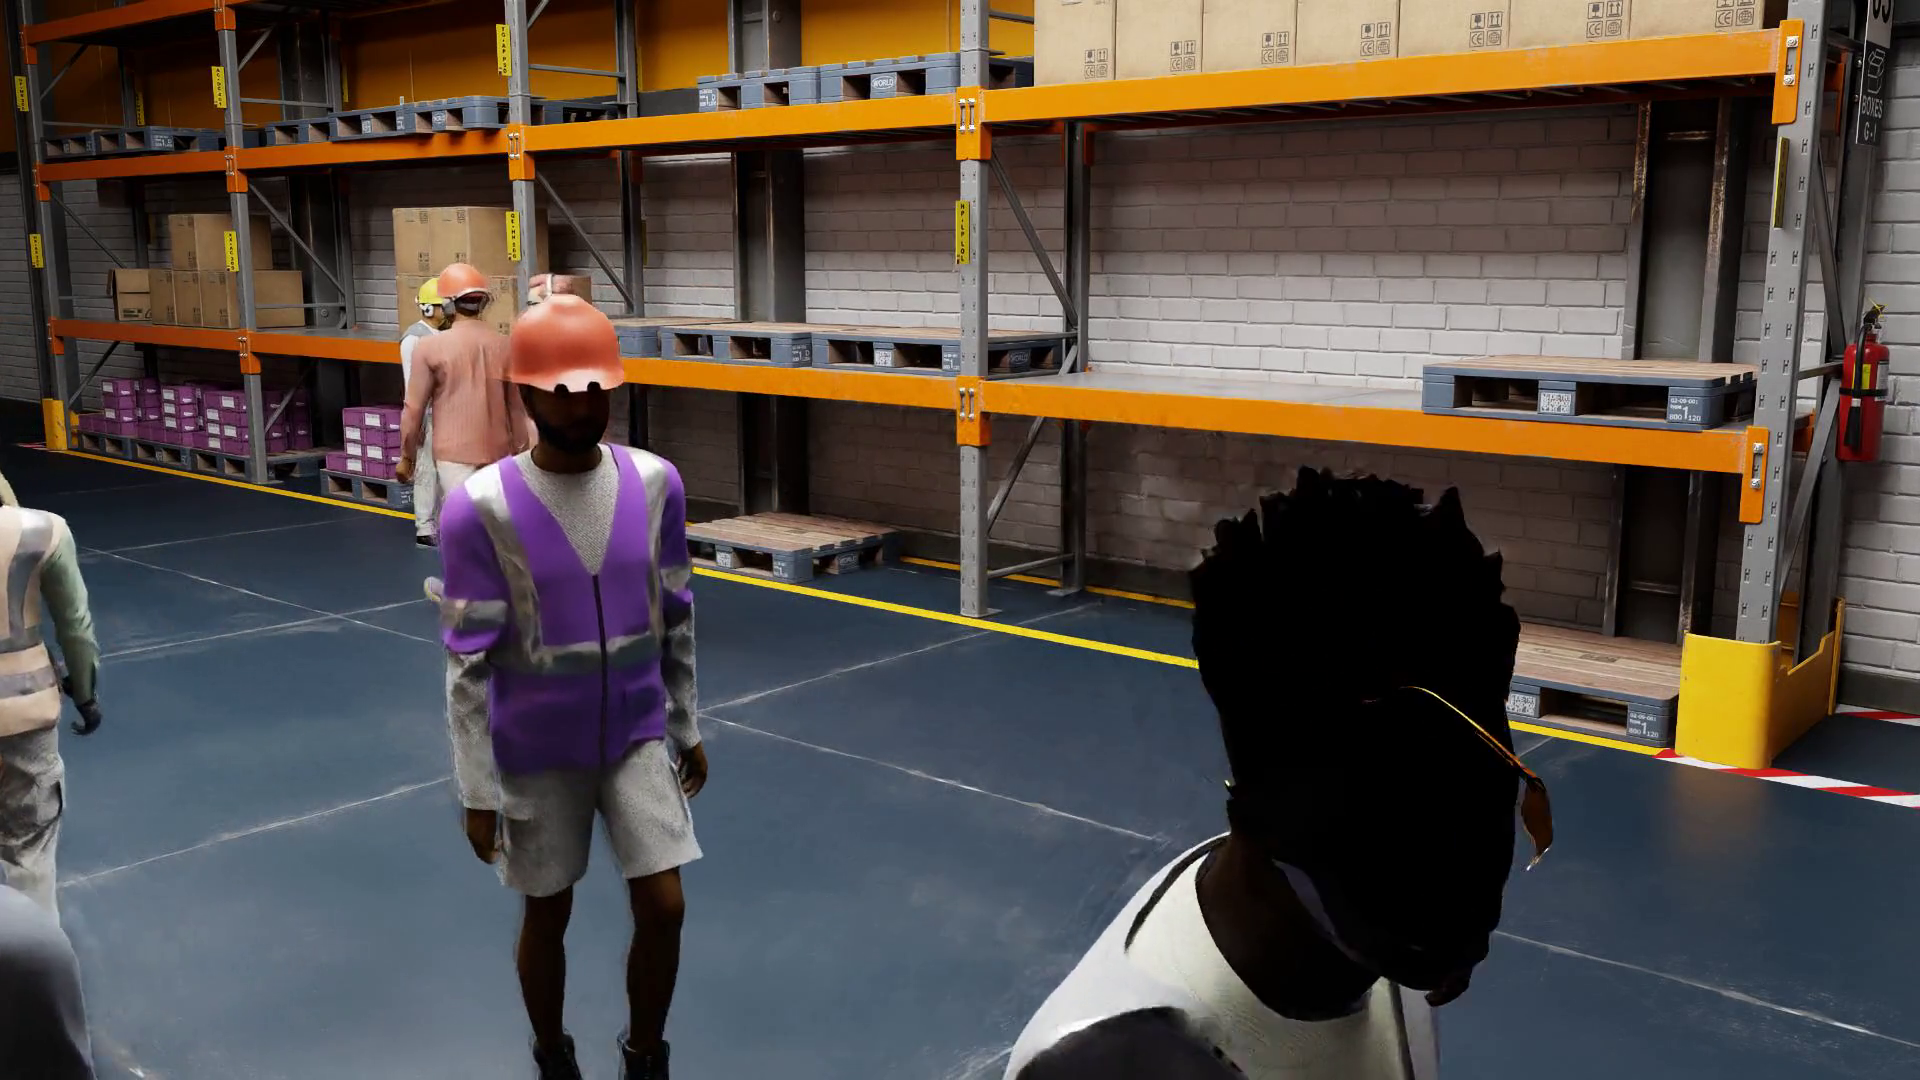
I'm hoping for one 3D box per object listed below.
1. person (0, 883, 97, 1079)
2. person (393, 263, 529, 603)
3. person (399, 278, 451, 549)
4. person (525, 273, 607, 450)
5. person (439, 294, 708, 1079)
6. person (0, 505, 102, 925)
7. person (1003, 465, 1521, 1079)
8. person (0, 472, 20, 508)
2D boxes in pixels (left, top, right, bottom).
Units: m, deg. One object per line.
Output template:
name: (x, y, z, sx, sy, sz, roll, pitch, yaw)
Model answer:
person: (-1.260, 0.898, 1.963, 0.512, 1.589, 0.876, 2, 10, 9)
person: (-2.613, -0.463, 8.696, 1.057, 1.931, 0.616, 9, 13, 40)
person: (-3.526, -0.852, 11.263, 0.403, 1.825, 0.595, 3, 10, 14)
person: (-2.016, -0.394, 8.432, 0.471, 1.895, 0.706, 1, 10, 8)
person: (-0.797, 0.443, 3.584, 0.598, 1.921, 0.636, -6, 12, -32)
person: (-2.491, 0.474, 4.247, 0.536, 1.636, 0.376, -4, 11, -24)
person: (0.243, 0.875, 1.223, 1.037, 1.874, 0.596, 4, 11, 22)
person: (-6.935, -0.767, 11.455, 0.554, 1.578, 0.887, 6, 11, 29)
